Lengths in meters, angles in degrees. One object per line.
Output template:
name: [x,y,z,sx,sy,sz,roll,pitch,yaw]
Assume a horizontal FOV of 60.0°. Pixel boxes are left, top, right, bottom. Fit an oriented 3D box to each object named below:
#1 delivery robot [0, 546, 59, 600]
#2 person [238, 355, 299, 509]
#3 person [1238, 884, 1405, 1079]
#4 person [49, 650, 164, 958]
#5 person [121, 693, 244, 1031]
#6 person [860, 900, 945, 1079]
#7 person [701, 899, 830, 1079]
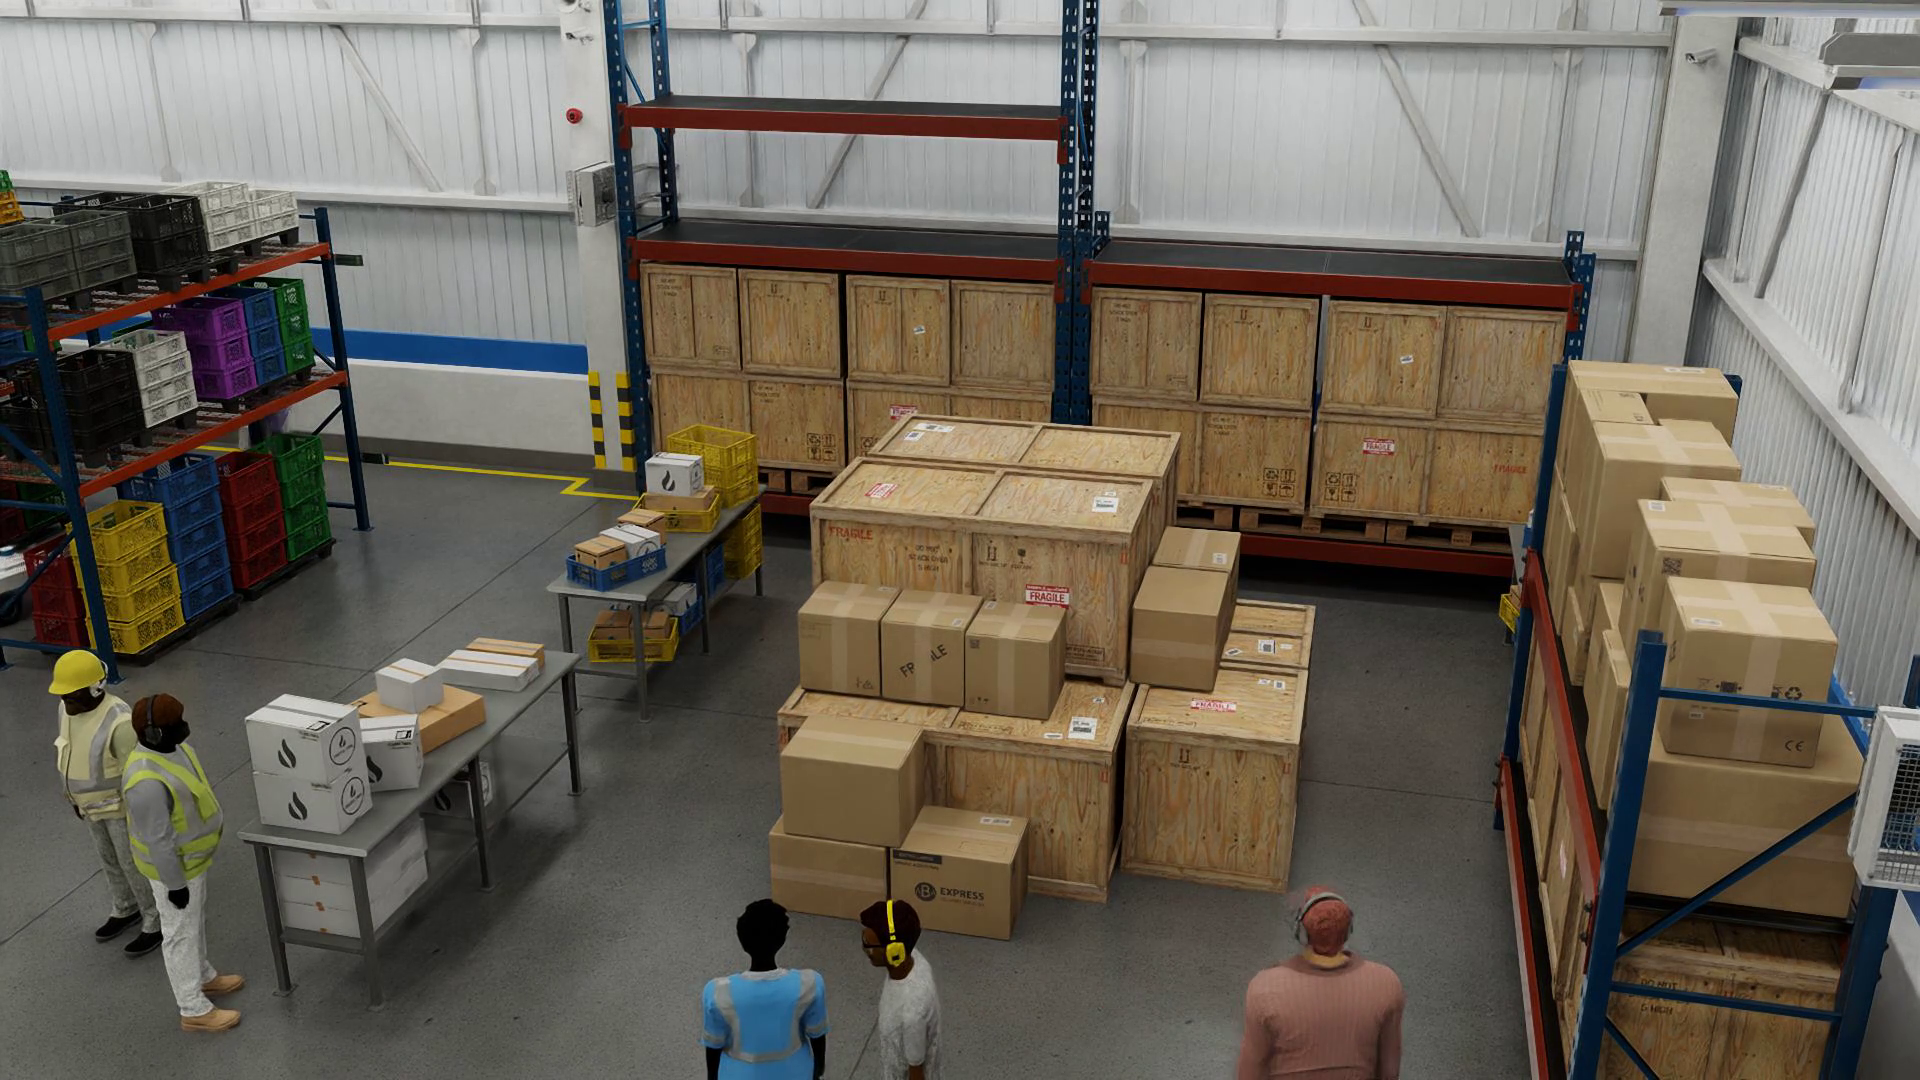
delivery robot: [-7.823,0.291,13.725,0.477,0.478,0.707,12,24,28]
person: [-6.550,-1.092,15.585,0.641,1.906,0.597,9,23,21]
person: [1.451,2.265,6.817,0.656,1.909,0.404,-1,21,-4]
person: [-4.671,1.426,9.125,0.597,1.825,0.403,13,25,31]
person: [-3.995,1.633,8.551,0.430,1.845,0.624,-5,22,-14]
person: [-0.226,2.294,6.813,0.333,1.856,0.520,-3,21,-7]
person: [-0.813,2.292,7.042,0.543,1.683,0.319,-5,21,-13]
